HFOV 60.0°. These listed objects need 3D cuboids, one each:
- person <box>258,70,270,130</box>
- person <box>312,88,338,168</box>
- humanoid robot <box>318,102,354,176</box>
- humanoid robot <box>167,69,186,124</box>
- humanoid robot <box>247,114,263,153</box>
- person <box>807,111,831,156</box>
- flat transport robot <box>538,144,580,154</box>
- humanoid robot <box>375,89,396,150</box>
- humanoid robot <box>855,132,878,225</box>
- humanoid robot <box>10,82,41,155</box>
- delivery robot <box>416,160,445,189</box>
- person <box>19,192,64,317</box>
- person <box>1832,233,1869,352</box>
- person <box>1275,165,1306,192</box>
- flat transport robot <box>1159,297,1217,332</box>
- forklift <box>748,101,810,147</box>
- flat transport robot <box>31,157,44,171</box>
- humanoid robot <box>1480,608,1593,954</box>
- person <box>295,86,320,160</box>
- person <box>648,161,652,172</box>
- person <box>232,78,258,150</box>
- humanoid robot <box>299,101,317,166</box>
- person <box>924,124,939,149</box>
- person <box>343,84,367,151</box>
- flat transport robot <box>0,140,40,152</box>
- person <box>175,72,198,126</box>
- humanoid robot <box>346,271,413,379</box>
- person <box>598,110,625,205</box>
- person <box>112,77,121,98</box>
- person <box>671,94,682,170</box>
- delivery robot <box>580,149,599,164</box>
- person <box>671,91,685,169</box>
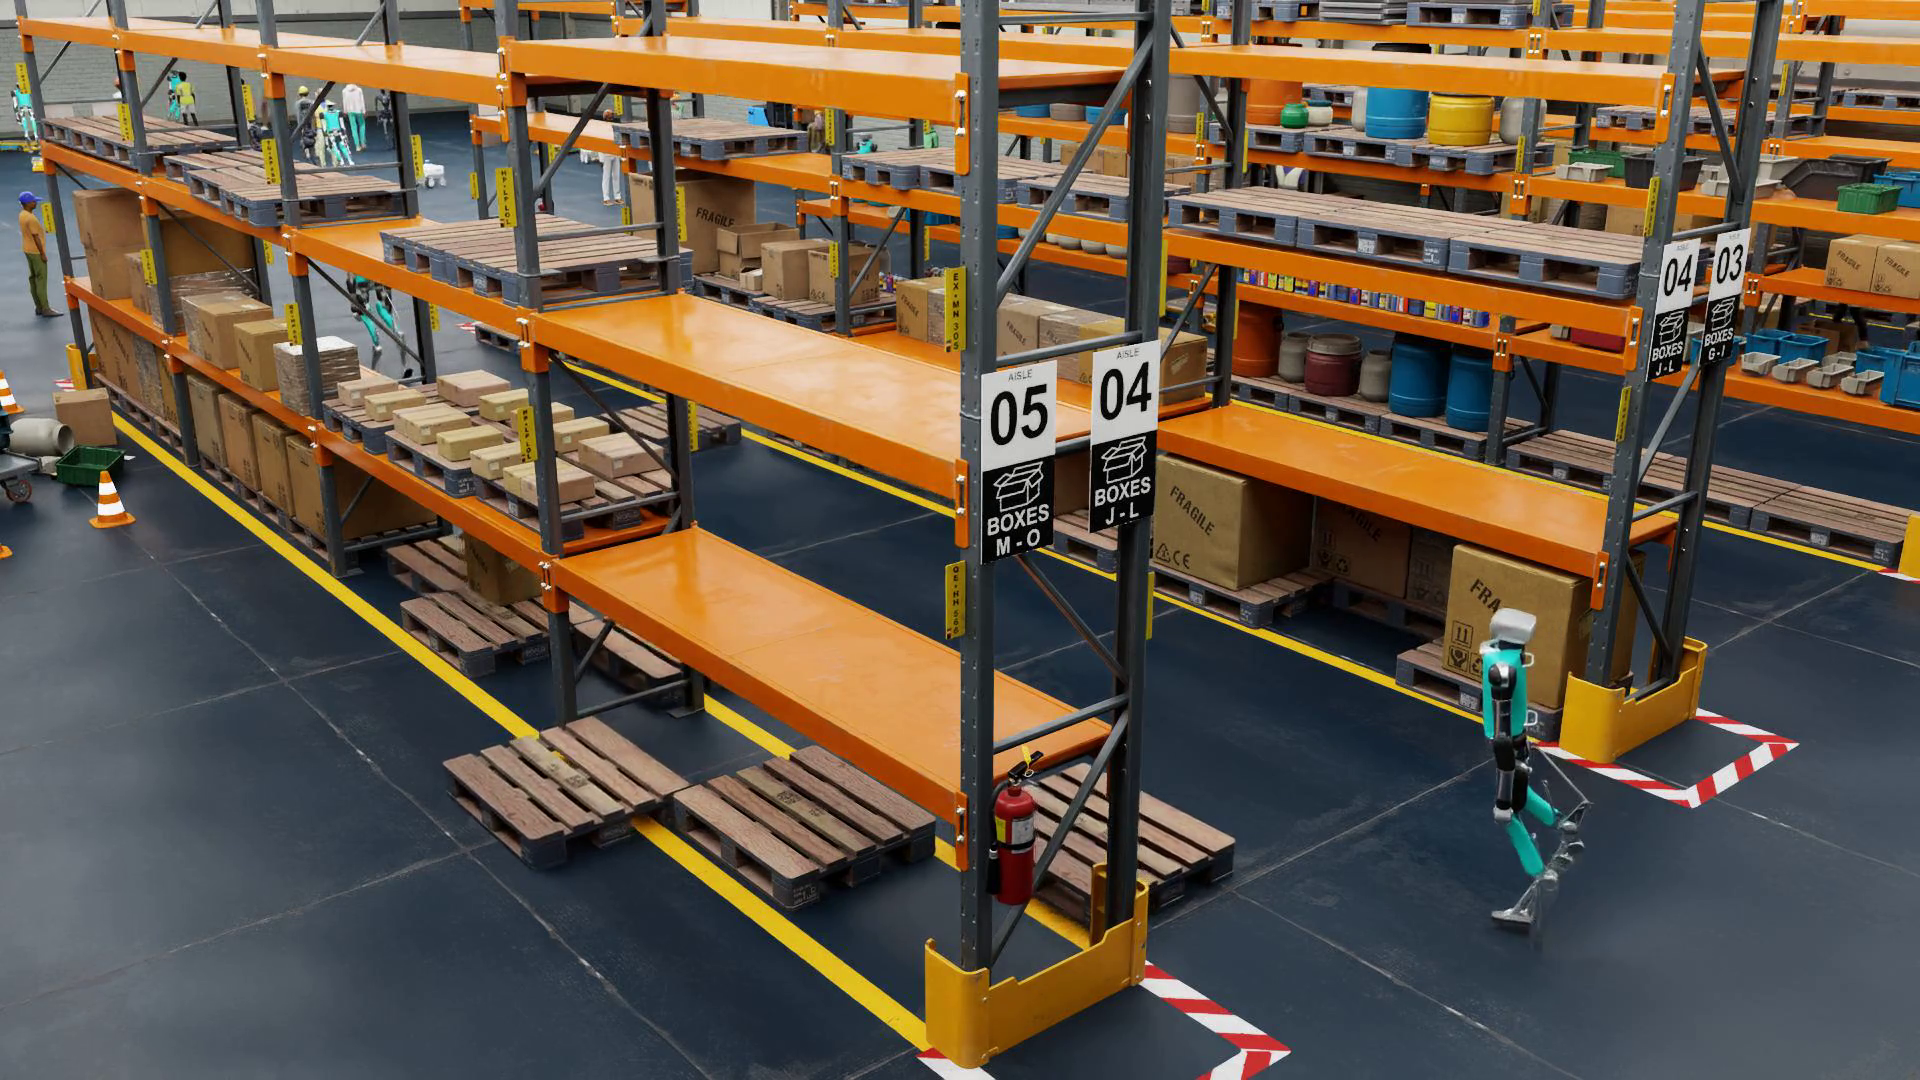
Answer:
[{"bbox_3d":[-19.881,-12.710,47.724,0.738,1.839,0.519,-13,23,-32],"label":"person"},{"bbox_3d":[-14.727,-9.511,38.573,0.519,1.886,0.392,-13,23,-33],"label":"person"},{"bbox_3d":[-13.506,-8.578,36.216,0.547,1.821,0.786,-17,26,-40],"label":"humanoid robot"},{"bbox_3d":[-22.051,-12.274,46.659,0.578,1.783,0.792,2,19,5],"label":"humanoid robot"},{"bbox_3d":[-14.902,-8.216,35.233,0.722,1.625,0.613,-2,19,-6],"label":"humanoid robot"},{"bbox_3d":[-3.079,-8.379,35.601,0.532,1.717,0.902,-10,22,-27],"label":"person"},{"bbox_3d":[-10.011,-9.980,42.338,0.659,0.231,1.431,11,22,28],"label":"flat transport robot"},{"bbox_3d":[-14.675,-10.844,42.700,0.616,1.633,0.626,-3,20,-10],"label":"humanoid robot"},{"bbox_3d":[-1.893,-6.532,30.350,1.027,1.735,0.536,-16,25,-37],"label":"humanoid robot"},{"bbox_3d":[-23.378,-10.549,41.718,0.538,1.777,0.739,-12,23,-30],"label":"humanoid robot"},{"bbox_3d":[-11.533,-7.917,36.034,0.499,0.594,0.778,7,21,20],"label":"delivery robot"},{"bbox_3d":[-12.742,-3.949,22.989,0.440,1.718,0.350,17,26,40],"label":"person"},{"bbox_3d":[11.294,-3.245,21.085,0.537,1.645,0.866,-14,24,-35],"label":"person"},{"bbox_3d":[5.416,-5.553,27.391,0.403,1.829,0.576,-17,26,-40],"label":"person"},{"bbox_3d":[3.233,-3.076,22.689,0.659,0.231,1.431,-13,23,-33],"label":"flat transport robot"},{"bbox_3d":[-4.526,-11.368,42.374,1.129,2.768,1.873,-15,24,-37],"label":"forklift"},{"bbox_3d":[-21.473,-8.861,39.153,0.659,0.231,1.431,-10,22,-26],"label":"flat transport robot"},{"bbox_3d":[2.885,1.272,8.266,0.729,1.901,0.542,6,20,18],"label":"humanoid robot"},{"bbox_3d":[-15.981,-10.203,40.729,0.325,1.773,0.534,17,26,40],"label":"person"},{"bbox_3d":[-5.069,-5.989,28.422,0.368,1.966,0.605,5,20,13],"label":"person"},{"bbox_3d":[-18.098,-10.756,42.178,0.794,1.842,0.413,8,21,21],"label":"person"},{"bbox_3d":[-14.884,-9.159,37.870,0.430,1.647,0.608,0,19,-1],"label":"humanoid robot"},{"bbox_3d":[-0.596,-7.536,33.185,0.477,1.732,0.315,15,24,37],"label":"person"},{"bbox_3d":[-15.587,-11.031,42.885,0.525,1.888,0.817,-5,20,-13],"label":"person"},{"bbox_3d":[-24.293,-10.136,42.783,1.431,0.231,0.659,2,19,6],"label":"flat transport robot"},{"bbox_3d":[-21.755,-12.297,46.782,0.316,1.696,0.540,16,25,39],"label":"person"},{"bbox_3d":[-6.725,-2.702,19.441,0.974,1.759,0.550,18,26,42],"label":"humanoid robot"},{"bbox_3d":[-6.996,-7.655,33.307,0.352,1.878,0.564,17,25,39],"label":"person"},{"bbox_3d":[-20.156,-10.199,40.324,0.494,2.020,0.622,14,24,35],"label":"person"},{"bbox_3d":[-6.357,-8.981,37.059,0.541,1.886,0.613,4,20,11],"label":"person"},{"bbox_3d":[-8.915,-9.398,40.242,0.499,0.589,0.782,-12,23,-31],"label":"delivery robot"},{"bbox_3d":[-6.628,-9.558,38.596,0.502,1.955,0.730,-13,23,-32],"label":"person"}]
